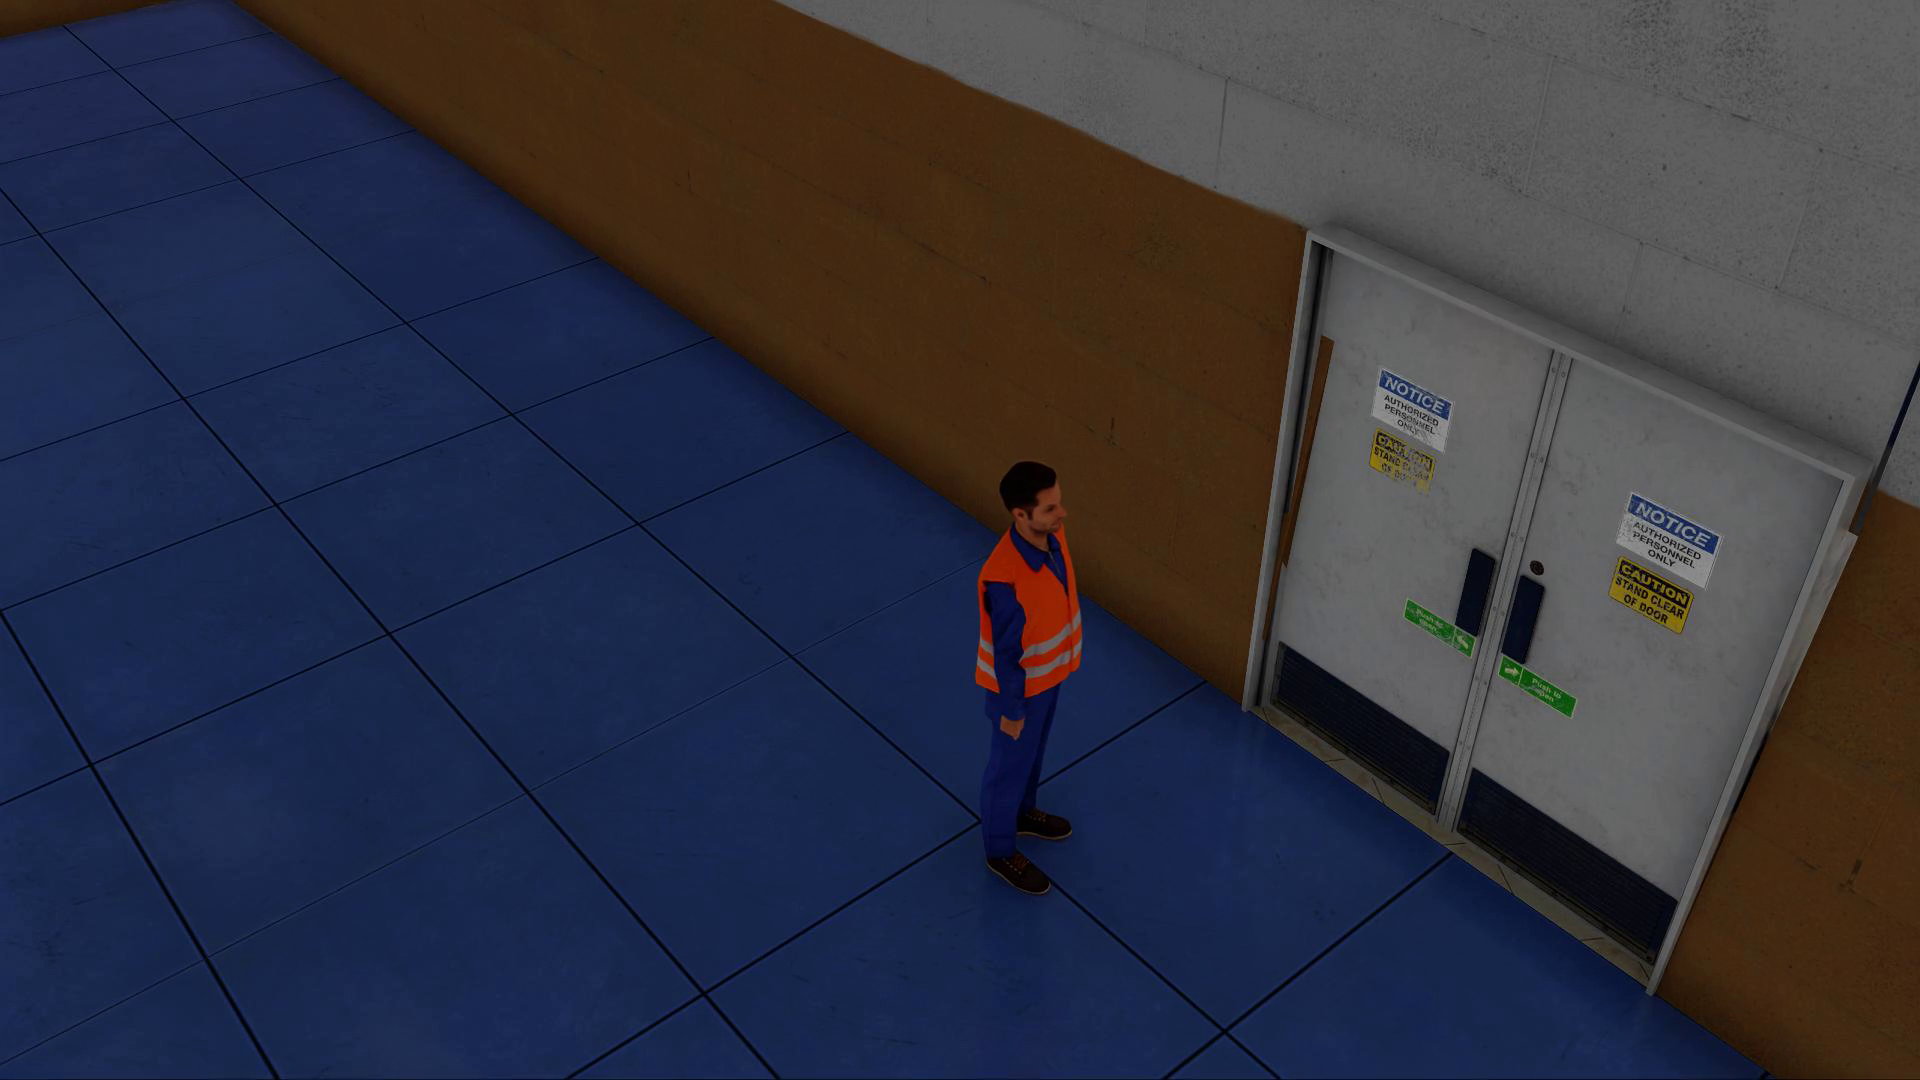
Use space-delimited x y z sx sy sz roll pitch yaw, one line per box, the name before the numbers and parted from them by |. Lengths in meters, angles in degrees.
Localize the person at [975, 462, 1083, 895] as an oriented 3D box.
person | 0.239 0.488 6.070 0.839 1.864 0.718 13 39 17
